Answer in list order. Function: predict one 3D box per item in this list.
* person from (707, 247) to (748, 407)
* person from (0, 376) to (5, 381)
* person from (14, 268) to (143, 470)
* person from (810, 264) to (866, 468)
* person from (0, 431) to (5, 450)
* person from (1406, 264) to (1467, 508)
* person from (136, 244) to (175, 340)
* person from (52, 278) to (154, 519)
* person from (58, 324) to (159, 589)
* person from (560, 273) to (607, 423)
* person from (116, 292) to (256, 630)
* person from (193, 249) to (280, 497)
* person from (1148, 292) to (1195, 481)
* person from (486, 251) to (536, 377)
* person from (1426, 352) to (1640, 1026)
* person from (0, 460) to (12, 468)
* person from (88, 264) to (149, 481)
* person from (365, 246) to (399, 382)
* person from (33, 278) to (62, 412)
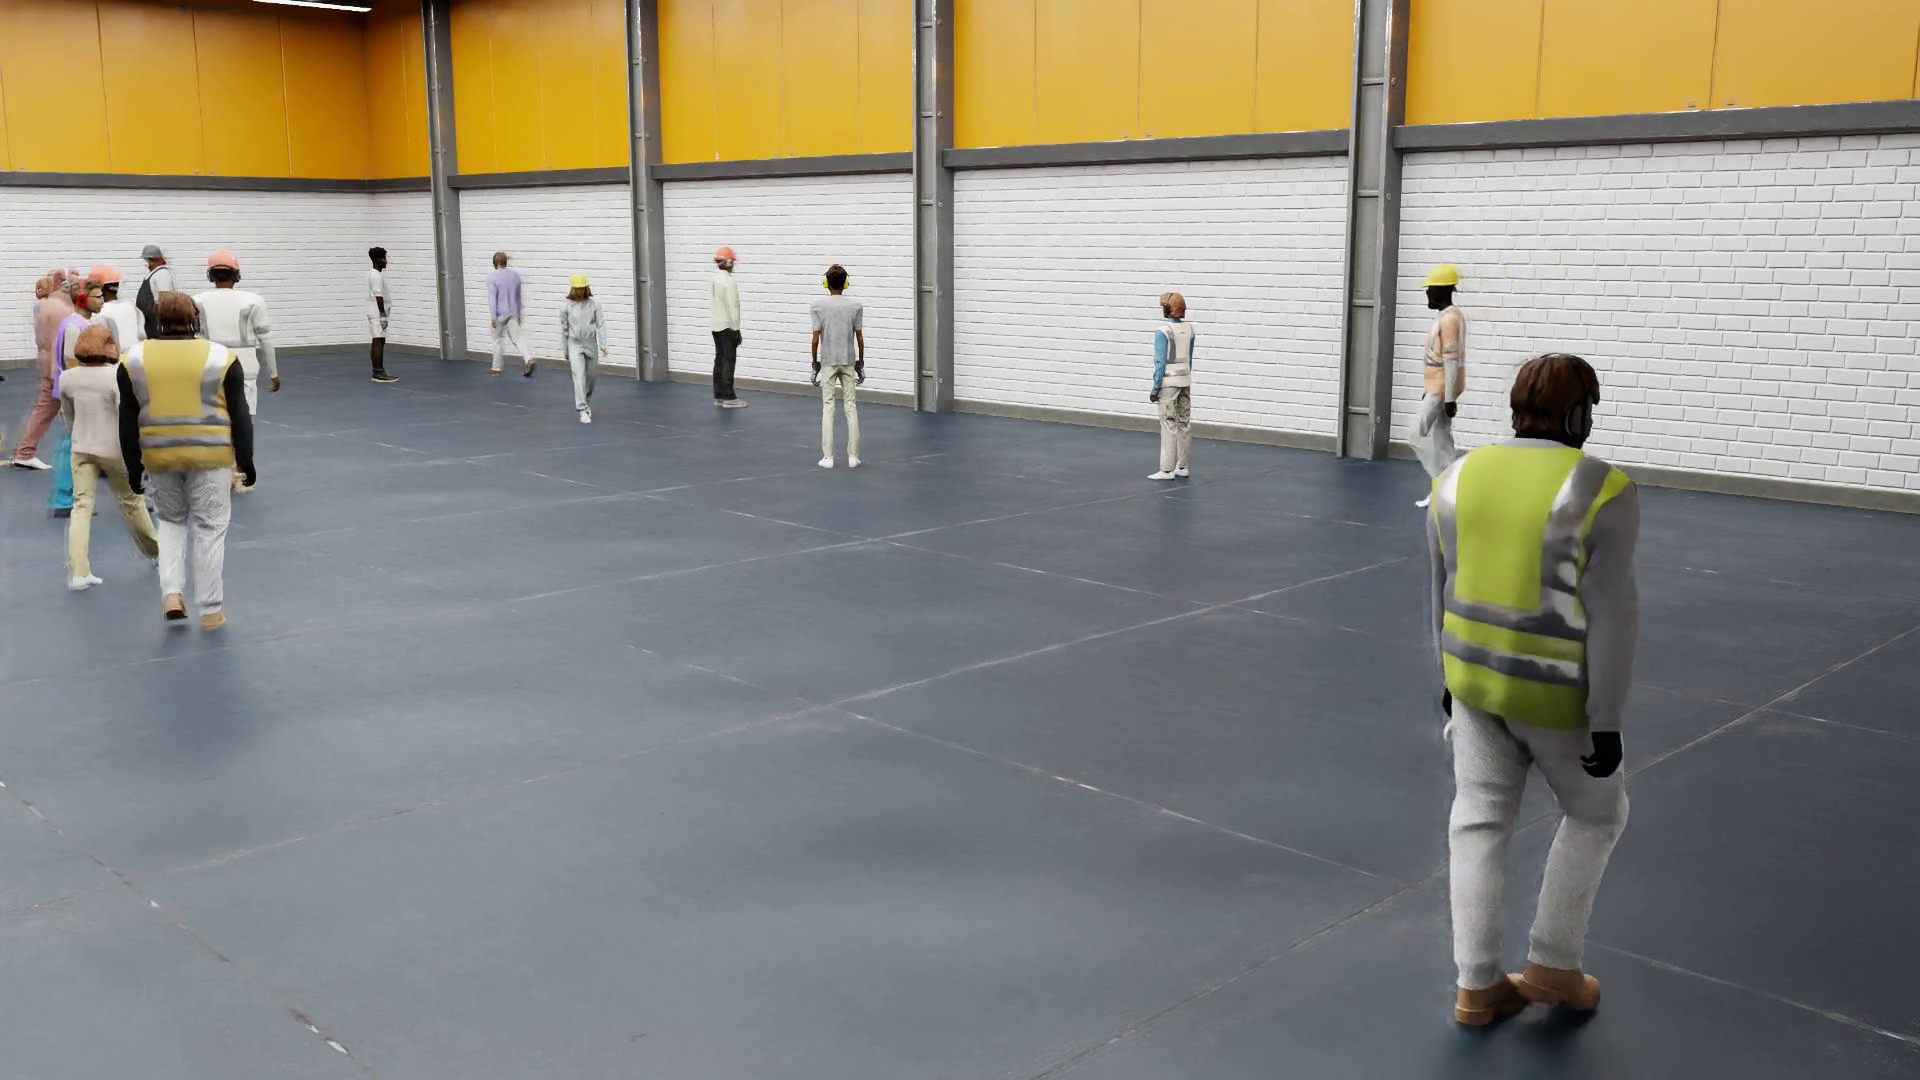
[{"bbox_3d":[-2.910,-2.635,20.686,0.394,1.982,0.660,-7,12,-33],"label":"person"},{"bbox_3d":[-14.132,-3.219,24.018,0.578,1.917,0.607,3,11,16],"label":"person"},{"bbox_3d":[-8.177,-1.556,15.202,1.051,1.846,0.653,-7,13,-34],"label":"person"},{"bbox_3d":[-1.126,-1.595,15.309,0.513,1.872,0.328,-2,11,-12],"label":"person"},{"bbox_3d":[-9.477,-1.696,15.668,0.601,1.958,0.959,0,10,-2],"label":"person"},{"bbox_3d":[3.717,-1.183,12.946,0.438,1.908,0.599,4,11,19],"label":"person"},{"bbox_3d":[-11.818,-3.414,24.760,0.853,2.000,0.682,-8,13,-38],"label":"person"},{"bbox_3d":[-6.473,-1.063,12.561,0.899,1.802,0.588,-4,11,-22],"label":"person"},{"bbox_3d":[-5.246,-0.534,10.272,0.515,1.585,0.880,1,10,7],"label":"person"},{"bbox_3d":[-4.372,-2.232,19.209,0.483,1.713,0.810,-5,12,-27],"label":"person"},{"bbox_3d":[-4.169,-0.416,9.012,0.641,1.831,0.440,-2,11,-11],"label":"person"},{"bbox_3d":[-6.007,-1.389,13.815,0.637,2.009,0.882,-2,11,-8],"label":"person"},{"bbox_3d":[1.854,-1.335,14.515,0.309,1.641,0.512,9,14,42],"label":"person"},{"bbox_3d":[-6.809,-3.407,25.124,0.924,1.910,0.639,8,13,37],"label":"person"},{"bbox_3d":[1.570,0.408,4.503,0.590,1.819,0.655,-8,13,-36],"label":"person"},{"bbox_3d":[-9.144,-1.538,15.149,0.675,1.818,0.517,-3,11,-14],"label":"person"},{"bbox_3d":[-7.292,-1.437,14.424,0.992,1.890,0.553,3,11,14],"label":"person"},{"bbox_3d":[-8.478,-3.289,24.278,0.372,1.966,0.603,-5,12,-27],"label":"person"},{"bbox_3d":[-10.969,-2.360,20.166,0.313,1.623,0.496,4,11,22],"label":"person"}]
